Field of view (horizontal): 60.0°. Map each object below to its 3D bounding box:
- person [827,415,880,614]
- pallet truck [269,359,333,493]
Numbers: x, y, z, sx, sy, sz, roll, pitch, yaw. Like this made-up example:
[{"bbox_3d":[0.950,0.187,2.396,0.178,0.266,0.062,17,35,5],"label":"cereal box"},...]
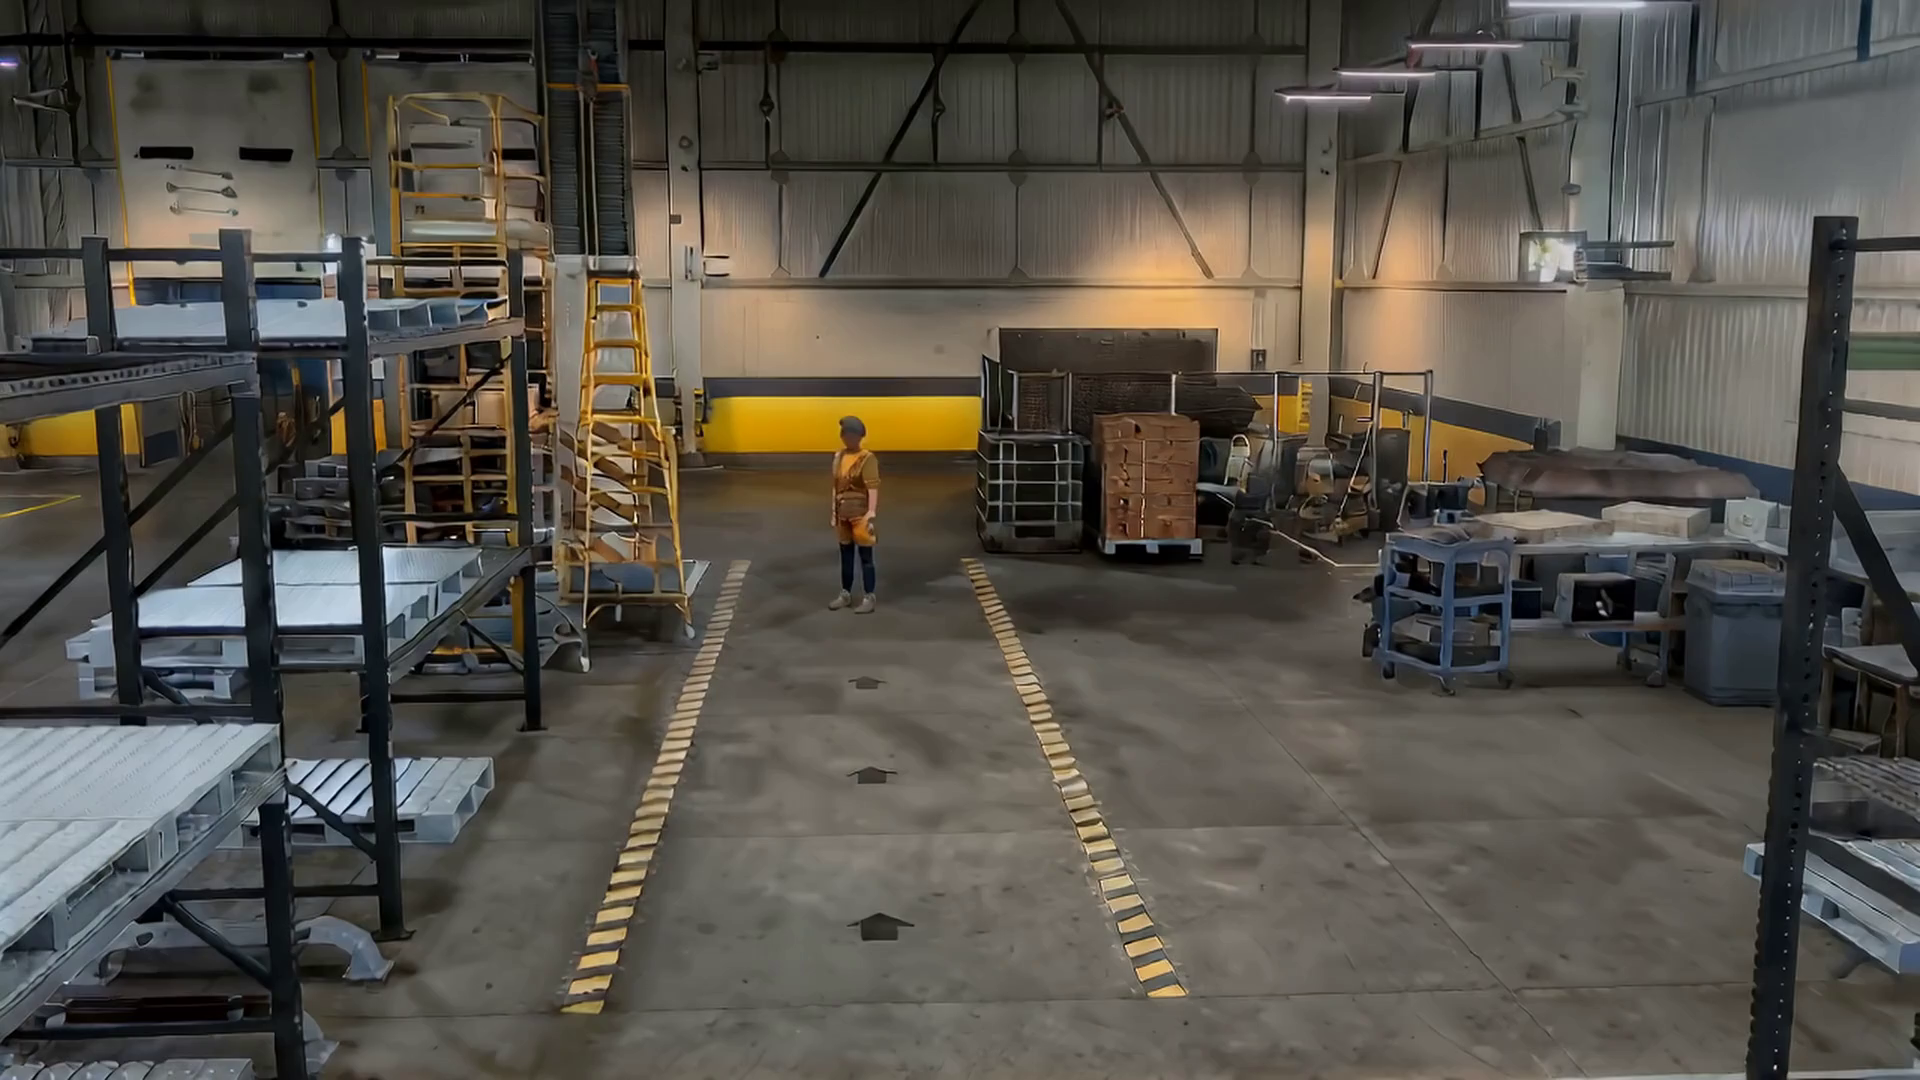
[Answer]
[{"bbox_3d":[-0.907,-0.217,14.196,0.532,1.697,0.319,8,12,41],"label":"person"},{"bbox_3d":[-7.062,-1.131,18.996,1.885,1.965,0.823,2,9,13],"label":"pallet truck"}]
